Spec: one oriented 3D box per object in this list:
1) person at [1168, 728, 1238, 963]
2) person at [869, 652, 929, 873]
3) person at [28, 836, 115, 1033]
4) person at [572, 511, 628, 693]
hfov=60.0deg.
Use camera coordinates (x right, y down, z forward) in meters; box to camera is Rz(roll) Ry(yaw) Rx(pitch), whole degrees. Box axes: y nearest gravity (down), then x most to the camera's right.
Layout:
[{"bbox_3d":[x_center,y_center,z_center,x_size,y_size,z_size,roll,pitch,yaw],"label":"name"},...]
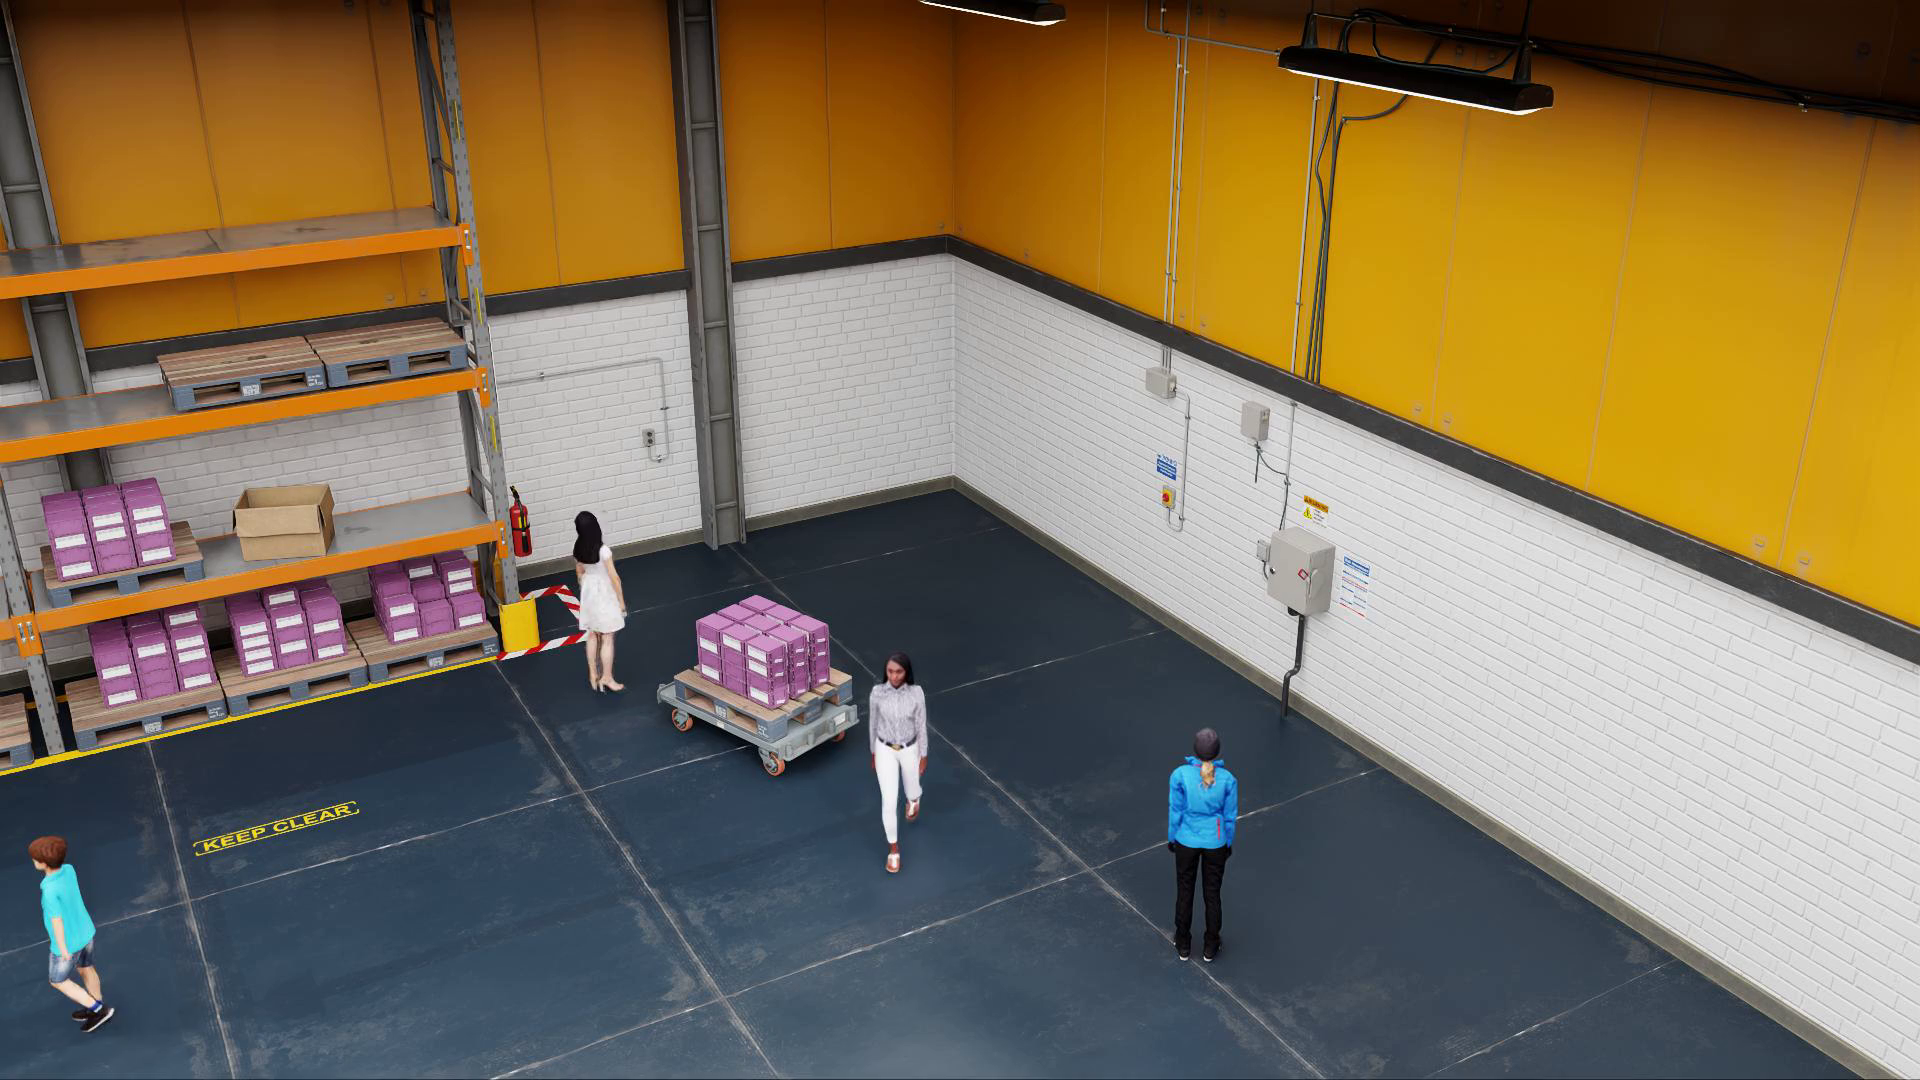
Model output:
[{"bbox_3d":[1.647,2.086,11.377,0.671,1.795,0.746,5,24,11],"label":"person"},{"bbox_3d":[-0.453,1.601,12.600,1.064,1.704,1.033,2,24,5],"label":"person"},{"bbox_3d":[-5.700,2.543,10.779,0.685,1.438,0.635,0,24,-1],"label":"person"},{"bbox_3d":[-3.222,0.562,14.904,0.759,1.763,0.783,19,30,36],"label":"person"}]
